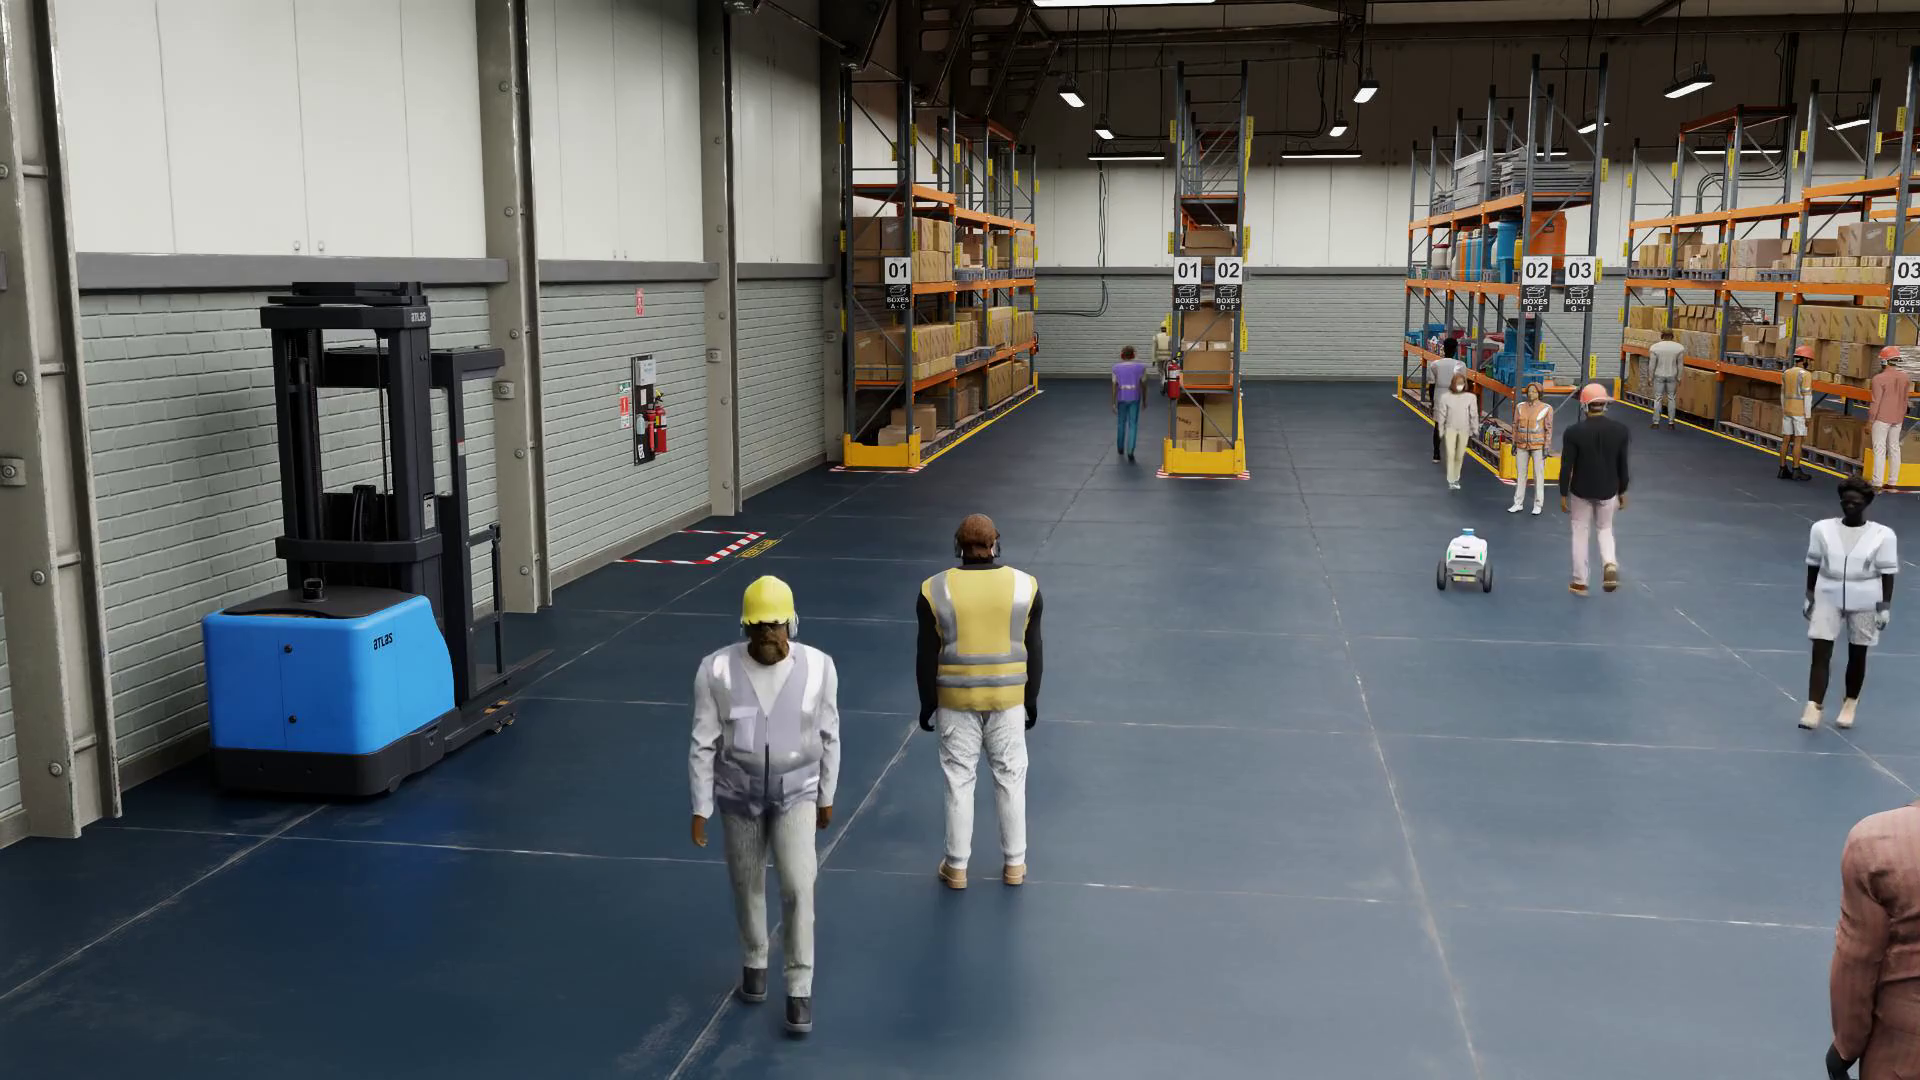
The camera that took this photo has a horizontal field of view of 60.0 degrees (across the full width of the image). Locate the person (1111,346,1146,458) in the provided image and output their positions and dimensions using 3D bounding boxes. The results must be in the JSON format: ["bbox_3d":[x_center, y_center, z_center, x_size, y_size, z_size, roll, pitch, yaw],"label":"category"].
[{"bbox_3d":[2.731,-2.245,26.981,0.574,1.793,0.984,1,9,6],"label":"person"}]

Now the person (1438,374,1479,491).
[{"bbox_3d":[6.816,-1.458,22.731,0.510,1.593,0.828,1,9,4],"label":"person"}]

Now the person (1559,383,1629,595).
[{"bbox_3d":[5.848,-0.451,15.329,0.641,1.977,0.592,0,9,3],"label":"person"}]

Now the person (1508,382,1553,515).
[{"bbox_3d":[7.090,-1.144,20.646,0.512,1.645,0.307,8,12,42],"label":"person"}]

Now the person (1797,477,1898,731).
[{"bbox_3d":[5.735,0.436,10.790,0.553,1.663,0.769,7,11,36],"label":"person"}]

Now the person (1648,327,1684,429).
[{"bbox_3d":[13.438,-3.080,31.696,0.627,1.934,0.371,3,10,15],"label":"person"}]

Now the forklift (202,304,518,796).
[{"bbox_3d":[-3.673,-0.038,10.147,1.129,2.768,1.873,1,9,9],"label":"forklift"}]

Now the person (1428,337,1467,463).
[{"bbox_3d":[7.652,-2.190,26.097,0.602,1.967,0.366,6,11,33],"label":"person"}]

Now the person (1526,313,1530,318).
[{"bbox_3d":[13.668,-4.499,40.287,0.614,1.987,0.407,-4,10,-24],"label":"person"}]

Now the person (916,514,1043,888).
[{"bbox_3d":[0.092,0.787,8.152,0.624,1.836,0.430,-1,9,-6],"label":"person"}]

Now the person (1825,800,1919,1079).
[{"bbox_3d":[2.664,1.348,4.456,0.643,1.911,0.411,3,10,18],"label":"person"}]

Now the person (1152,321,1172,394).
[{"bbox_3d":[4.956,-4.430,40.423,0.578,1.801,0.760,4,10,22],"label":"person"}]

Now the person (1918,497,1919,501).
[{"bbox_3d":[13.024,-1.438,21.842,0.921,1.852,0.614,-4,10,-24],"label":"person"}]

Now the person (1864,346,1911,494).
[{"bbox_3d":[12.555,-1.630,22.557,0.611,1.996,0.379,-3,10,-17],"label":"person"}]

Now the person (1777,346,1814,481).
[{"bbox_3d":[12.117,-1.840,24.052,0.366,1.931,0.542,-2,10,-15],"label":"person"}]

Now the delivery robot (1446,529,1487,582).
[{"bbox_3d":[4.860,0.136,15.938,0.477,0.478,0.707,3,10,20],"label":"delivery robot"}]

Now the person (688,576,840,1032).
[{"bbox_3d":[-0.778,1.045,6.656,0.607,1.805,0.767,-1,9,-5],"label":"person"}]

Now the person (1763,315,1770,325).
[{"bbox_3d":[17.766,-3.973,36.881,0.605,2.037,0.394,0,9,2],"label":"person"}]
